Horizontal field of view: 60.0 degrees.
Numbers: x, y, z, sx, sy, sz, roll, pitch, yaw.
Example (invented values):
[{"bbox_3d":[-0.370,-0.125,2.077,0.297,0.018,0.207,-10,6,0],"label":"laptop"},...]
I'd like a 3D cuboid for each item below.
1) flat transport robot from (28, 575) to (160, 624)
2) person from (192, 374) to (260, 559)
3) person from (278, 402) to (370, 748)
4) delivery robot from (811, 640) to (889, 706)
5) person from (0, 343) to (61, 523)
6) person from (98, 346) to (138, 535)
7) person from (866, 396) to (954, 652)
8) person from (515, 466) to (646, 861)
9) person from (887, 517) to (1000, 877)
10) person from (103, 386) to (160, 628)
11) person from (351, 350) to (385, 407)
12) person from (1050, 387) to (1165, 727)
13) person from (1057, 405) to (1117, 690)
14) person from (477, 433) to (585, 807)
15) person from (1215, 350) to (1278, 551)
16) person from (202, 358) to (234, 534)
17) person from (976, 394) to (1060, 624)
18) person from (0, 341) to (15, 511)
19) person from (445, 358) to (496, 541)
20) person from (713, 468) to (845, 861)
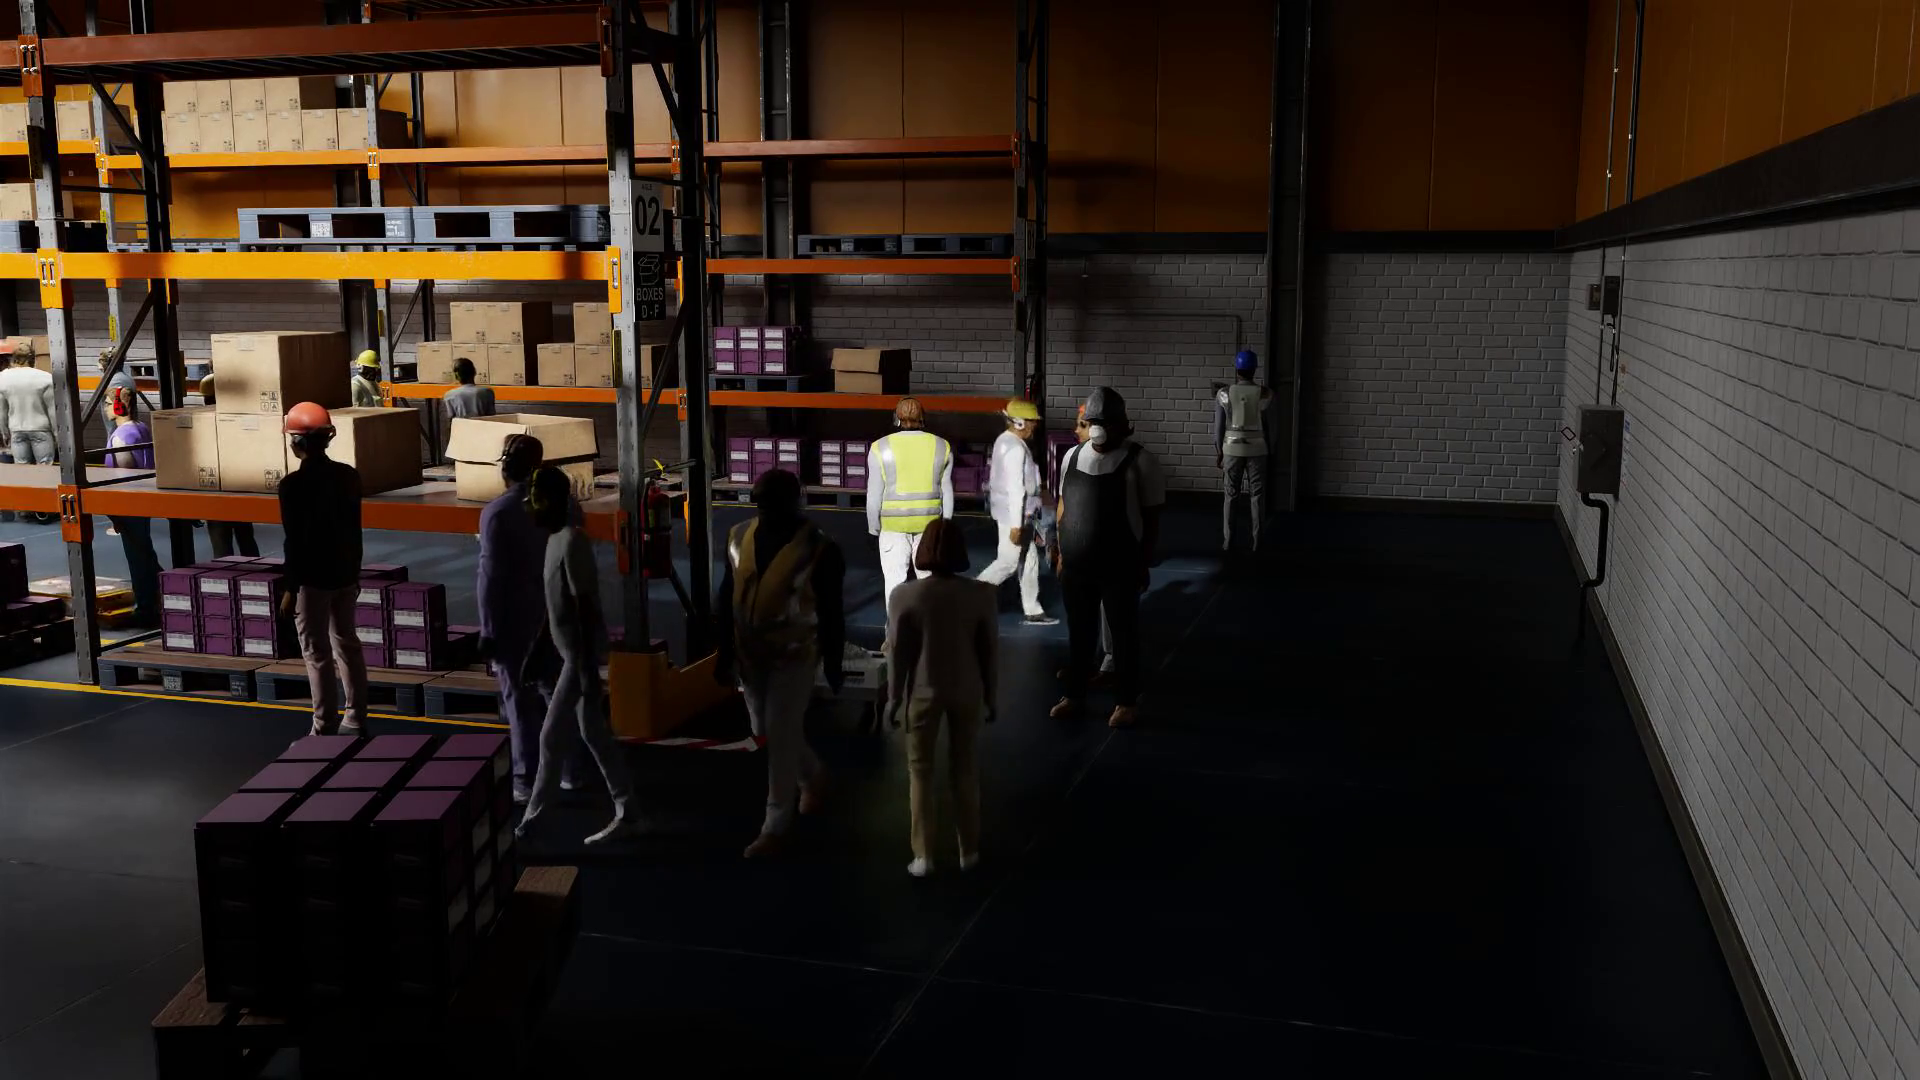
[{"bbox_3d":[-6.941,0.455,13.171,1.431,0.197,0.652,4,10,25],"label":"flat transport robot"},{"bbox_3d":[-5.680,-0.318,12.844,0.386,1.927,0.589,5,11,30],"label":"person"},{"bbox_3d":[-3.601,0.220,9.360,0.388,1.992,0.625,3,10,18],"label":"person"},{"bbox_3d":[-0.741,0.786,10.007,0.707,0.478,0.477,2,10,11],"label":"delivery robot"},{"bbox_3d":[-9.978,-1.143,17.859,0.627,1.934,0.370,-2,10,-11],"label":"person"},{"bbox_3d":[-8.632,-1.021,17.097,0.372,1.940,0.631,-2,10,-14],"label":"person"},{"bbox_3d":[-0.356,-0.092,11.730,0.636,1.842,0.429,-2,10,-15],"label":"person"},{"bbox_3d":[-1.893,0.568,7.786,0.847,1.815,0.545,-3,10,-16],"label":"person"},{"bbox_3d":[-0.074,0.711,7.494,0.506,1.638,0.298,-1,9,-5],"label":"person"},{"bbox_3d":[-6.320,-0.256,12.726,0.390,1.842,0.565,-2,10,-13],"label":"person"},{"bbox_3d":[-6.607,-1.210,18.606,0.403,1.818,0.601,0,9,3],"label":"person"},{"bbox_3d":[0.842,0.099,9.960,0.678,2.000,0.537,6,11,31],"label":"person"},{"bbox_3d":[0.892,0.032,10.854,0.357,1.882,0.573,-5,11,-29],"label":"person"},{"bbox_3d":[-2.215,0.403,8.551,0.397,1.902,0.646,6,11,32],"label":"person"},{"bbox_3d":[2.760,-0.858,16.068,0.605,1.951,0.380,2,10,14],"label":"person"},{"bbox_3d":[-7.577,-0.981,17.138,0.330,1.844,0.520,0,9,1],"label":"person"},{"bbox_3d":[0.339,-0.208,12.594,0.815,1.798,0.595,-1,9,-5],"label":"person"},{"bbox_3d":[-10.768,-1.287,18.832,0.431,1.920,0.617,-3,10,-19],"label":"person"},{"bbox_3d":[-4.907,-0.935,16.918,0.556,1.822,0.887,-2,9,-11],"label":"person"},{"bbox_3d":[-0.836,0.539,7.974,0.615,1.808,0.850,5,11,29],"label":"person"}]
